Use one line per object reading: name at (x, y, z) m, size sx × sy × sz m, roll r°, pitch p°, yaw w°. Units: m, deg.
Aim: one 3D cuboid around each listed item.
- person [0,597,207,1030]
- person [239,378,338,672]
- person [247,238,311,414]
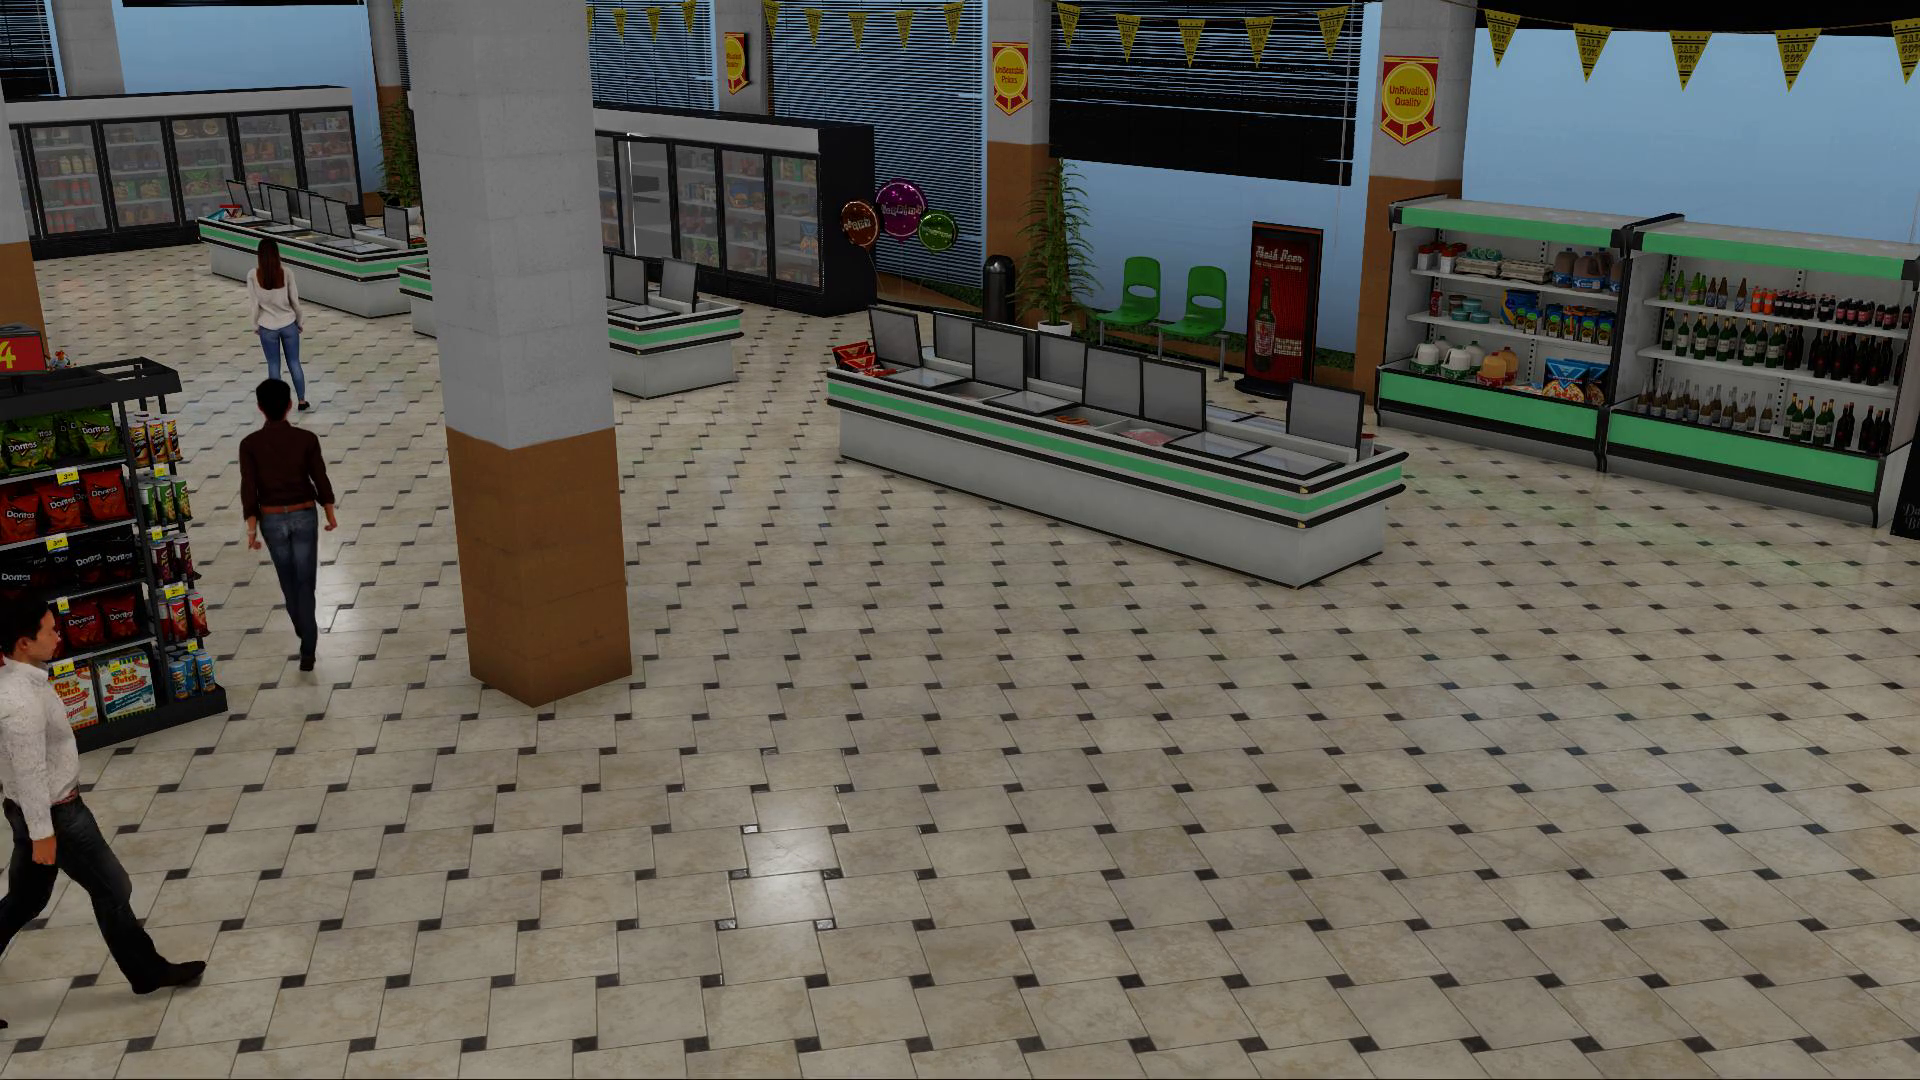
person at (-3.678, 1.115, 6.479) m, size 0.906 × 1.760 × 1.211 m, roll -12°, pitch 22°, yaw -31°
person at (-4.013, -0.051, 9.985) m, size 0.985 × 1.730 × 1.251 m, roll -7°, pitch 20°, yaw -20°
person at (-6.549, -2.054, 15.984) m, size 0.693 × 1.692 × 0.678 m, roll -7°, pitch 20°, yaw -21°
